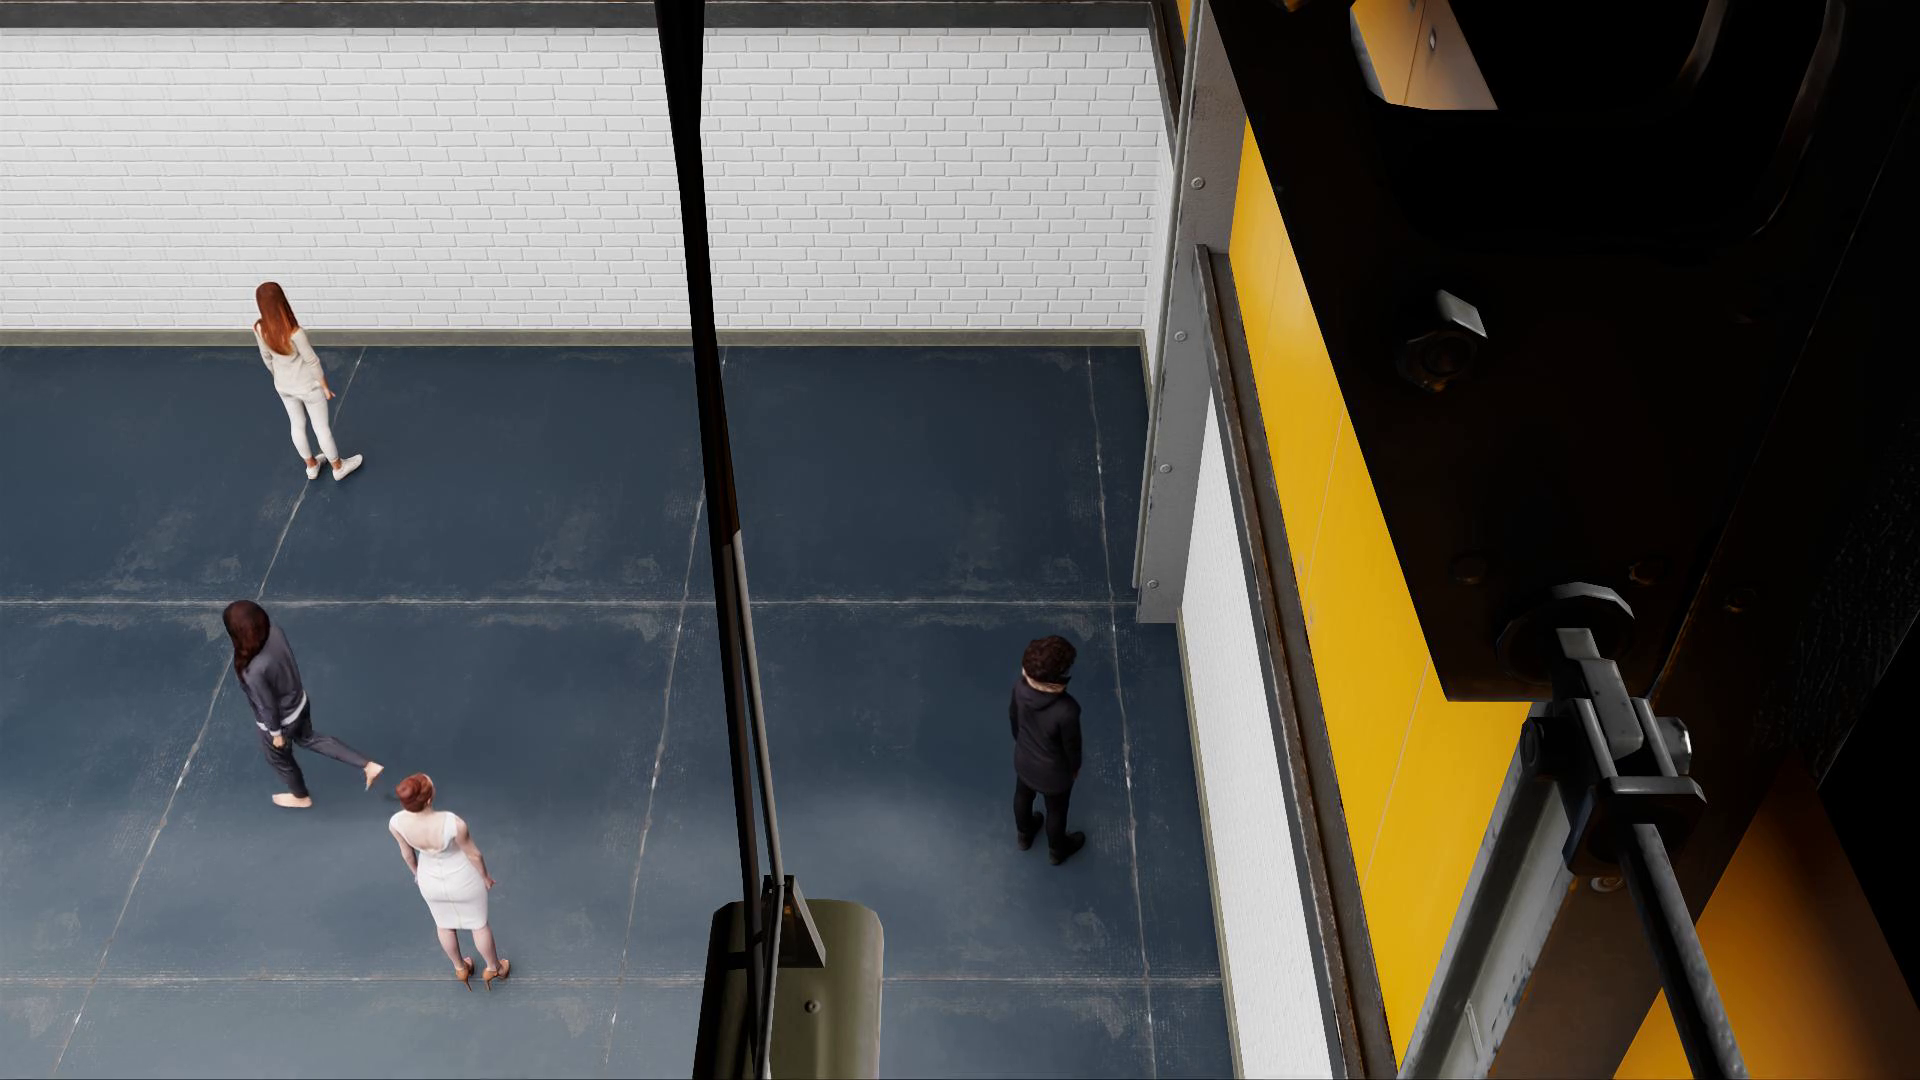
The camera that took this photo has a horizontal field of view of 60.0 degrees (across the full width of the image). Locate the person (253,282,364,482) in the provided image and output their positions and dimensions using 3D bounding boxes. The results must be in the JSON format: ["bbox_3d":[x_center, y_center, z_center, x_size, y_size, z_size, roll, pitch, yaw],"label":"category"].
[{"bbox_3d":[-4.797,-1.128,12.056,0.647,1.713,0.630,10,45,10],"label":"person"}]

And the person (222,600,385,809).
[{"bbox_3d":[-3.901,1.006,9.789,0.702,1.749,0.903,2,44,2],"label":"person"}]

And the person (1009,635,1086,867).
[{"bbox_3d":[0.486,1.233,9.530,0.730,1.778,0.775,28,50,27],"label":"person"}]

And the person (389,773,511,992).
[{"bbox_3d":[-2.735,1.834,8.889,0.587,1.793,0.503,3,44,3],"label":"person"}]
